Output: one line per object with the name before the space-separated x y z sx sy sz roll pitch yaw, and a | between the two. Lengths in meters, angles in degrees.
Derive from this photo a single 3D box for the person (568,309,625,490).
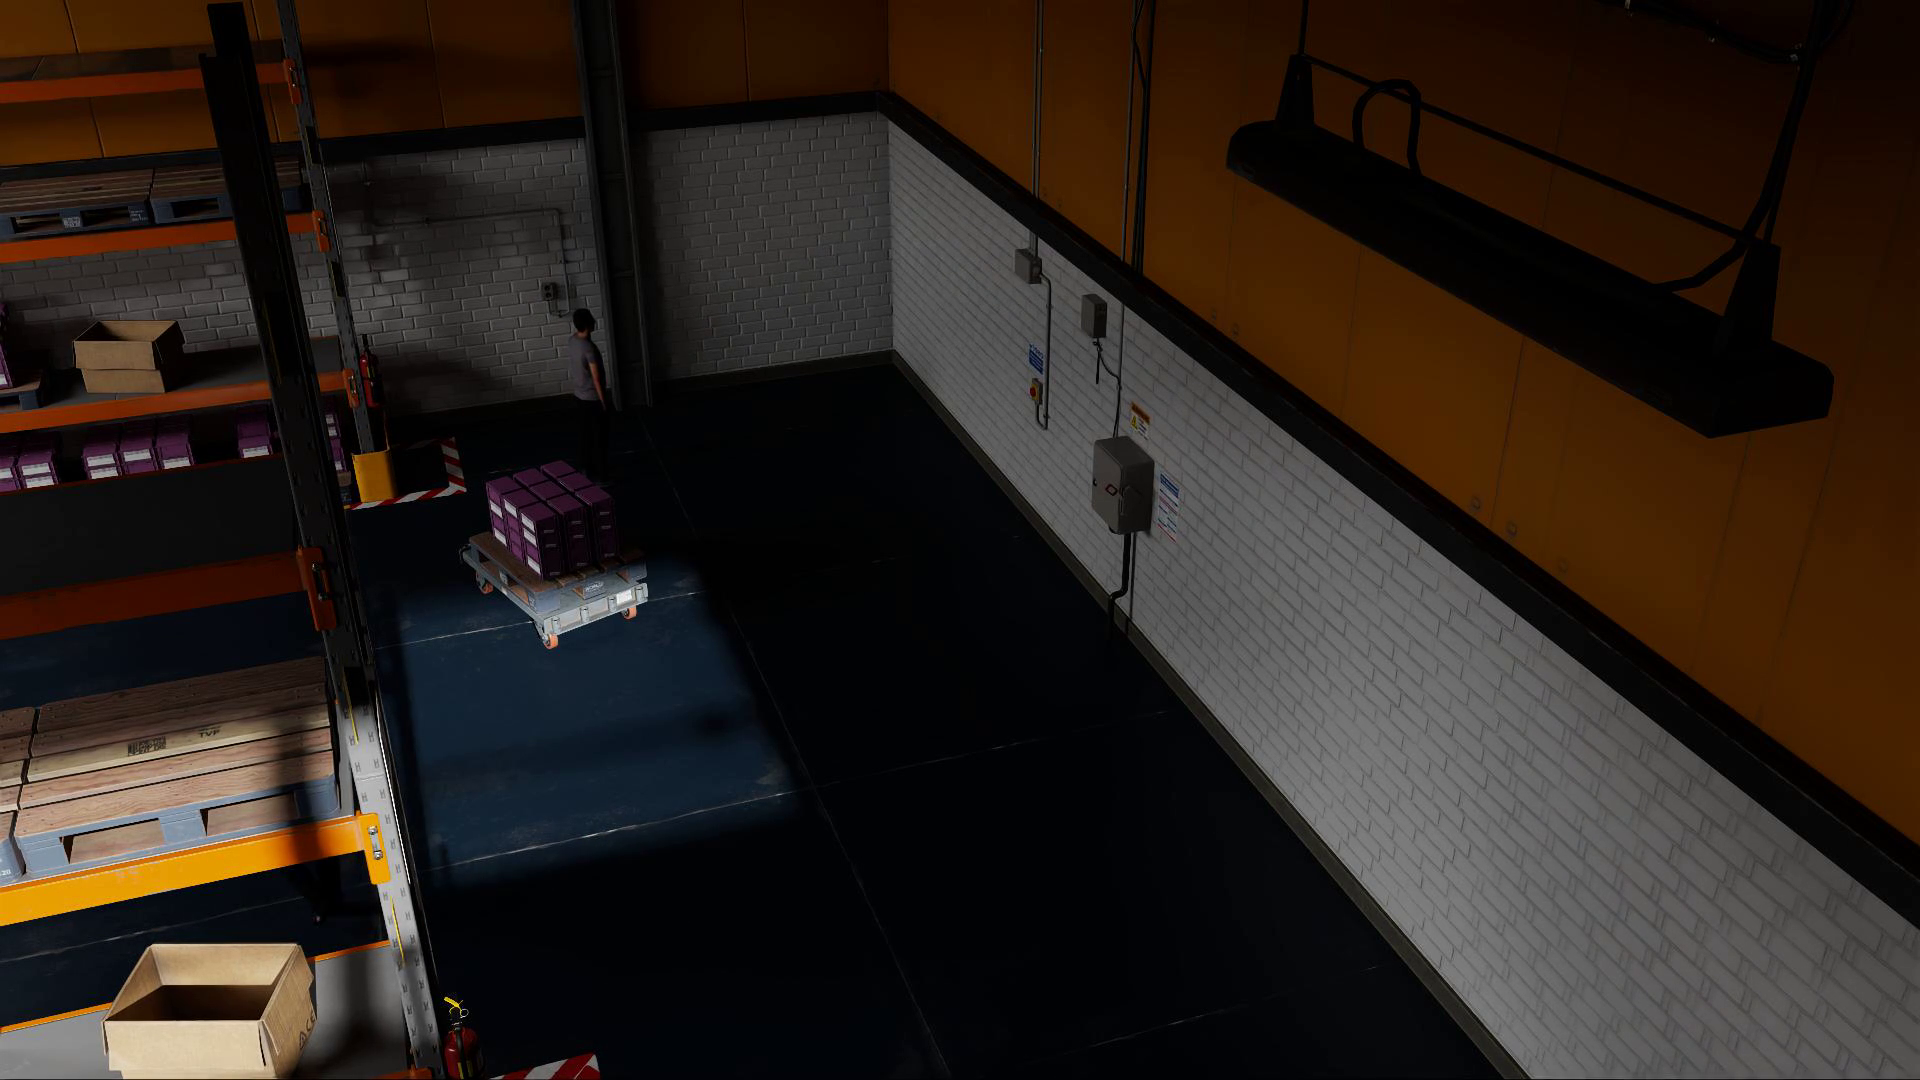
person | -3.509 -1.360 15.799 0.645 1.750 0.685 -21 35 -33
